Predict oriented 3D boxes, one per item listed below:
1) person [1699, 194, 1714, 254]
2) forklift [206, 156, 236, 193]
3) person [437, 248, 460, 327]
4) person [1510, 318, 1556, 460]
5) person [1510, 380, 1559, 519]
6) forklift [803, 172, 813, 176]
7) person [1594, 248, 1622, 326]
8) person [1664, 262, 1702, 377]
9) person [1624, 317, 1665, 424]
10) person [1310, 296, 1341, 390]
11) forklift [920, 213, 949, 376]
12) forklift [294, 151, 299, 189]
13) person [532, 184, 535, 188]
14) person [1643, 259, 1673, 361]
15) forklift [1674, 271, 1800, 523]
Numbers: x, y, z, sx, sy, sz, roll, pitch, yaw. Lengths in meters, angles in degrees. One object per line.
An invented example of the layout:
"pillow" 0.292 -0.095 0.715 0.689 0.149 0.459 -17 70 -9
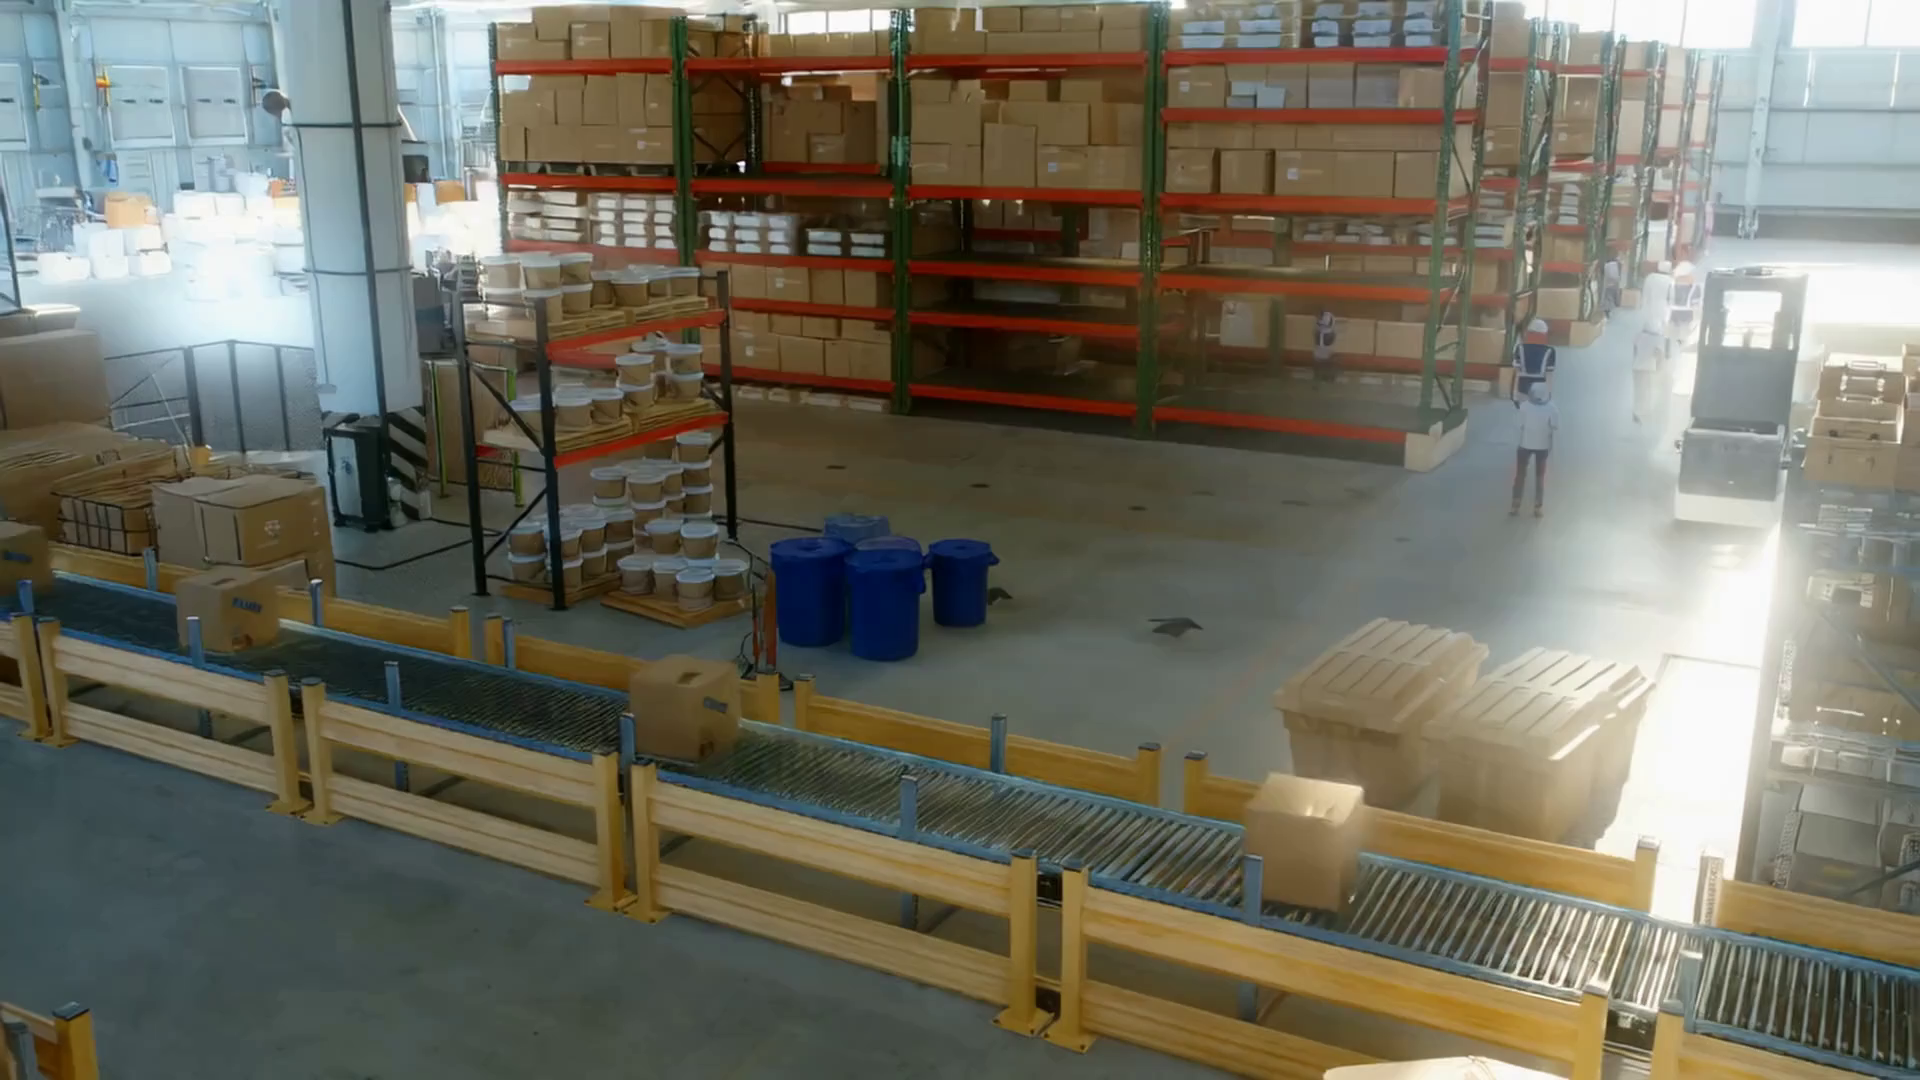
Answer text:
"person" 23.487 -9.953 52.394 0.666 1.895 0.427 -6 16 -23
"forklift" -25.681 -11.975 58.117 1.873 2.768 1.129 8 17 28
"person" -10.981 -5.402 35.674 0.541 1.695 0.316 5 16 18
"person" 7.821 -2.067 22.726 0.555 1.913 0.736 7 16 25
"person" 6.719 -1.060 19.474 0.497 1.633 0.283 5 16 18
"forklift" -5.638 -13.031 62.087 1.873 2.768 1.129 -3 15 -11
"person" 13.930 -5.451 35.881 0.578 1.692 0.438 13 19 39
"person" 12.731 -3.890 29.367 0.606 2.029 0.467 13 19 39
"person" 10.436 -2.592 25.271 0.532 1.598 0.768 12 19 39
"person" 6.151 -3.314 27.854 0.468 1.686 0.541 7 17 26
"forklift" -0.556 -4.374 29.542 1.873 2.768 1.129 8 17 28
"forklift" -25.337 -13.682 64.535 1.873 2.768 1.129 1 15 2
"person" -17.019 -13.488 66.087 0.532 1.691 0.322 3 15 10
"person" 13.083 -4.301 31.154 0.399 1.900 0.643 -7 17 -25
"forklift" 9.269 -1.763 19.726 1.129 2.768 1.873 8 17 27
